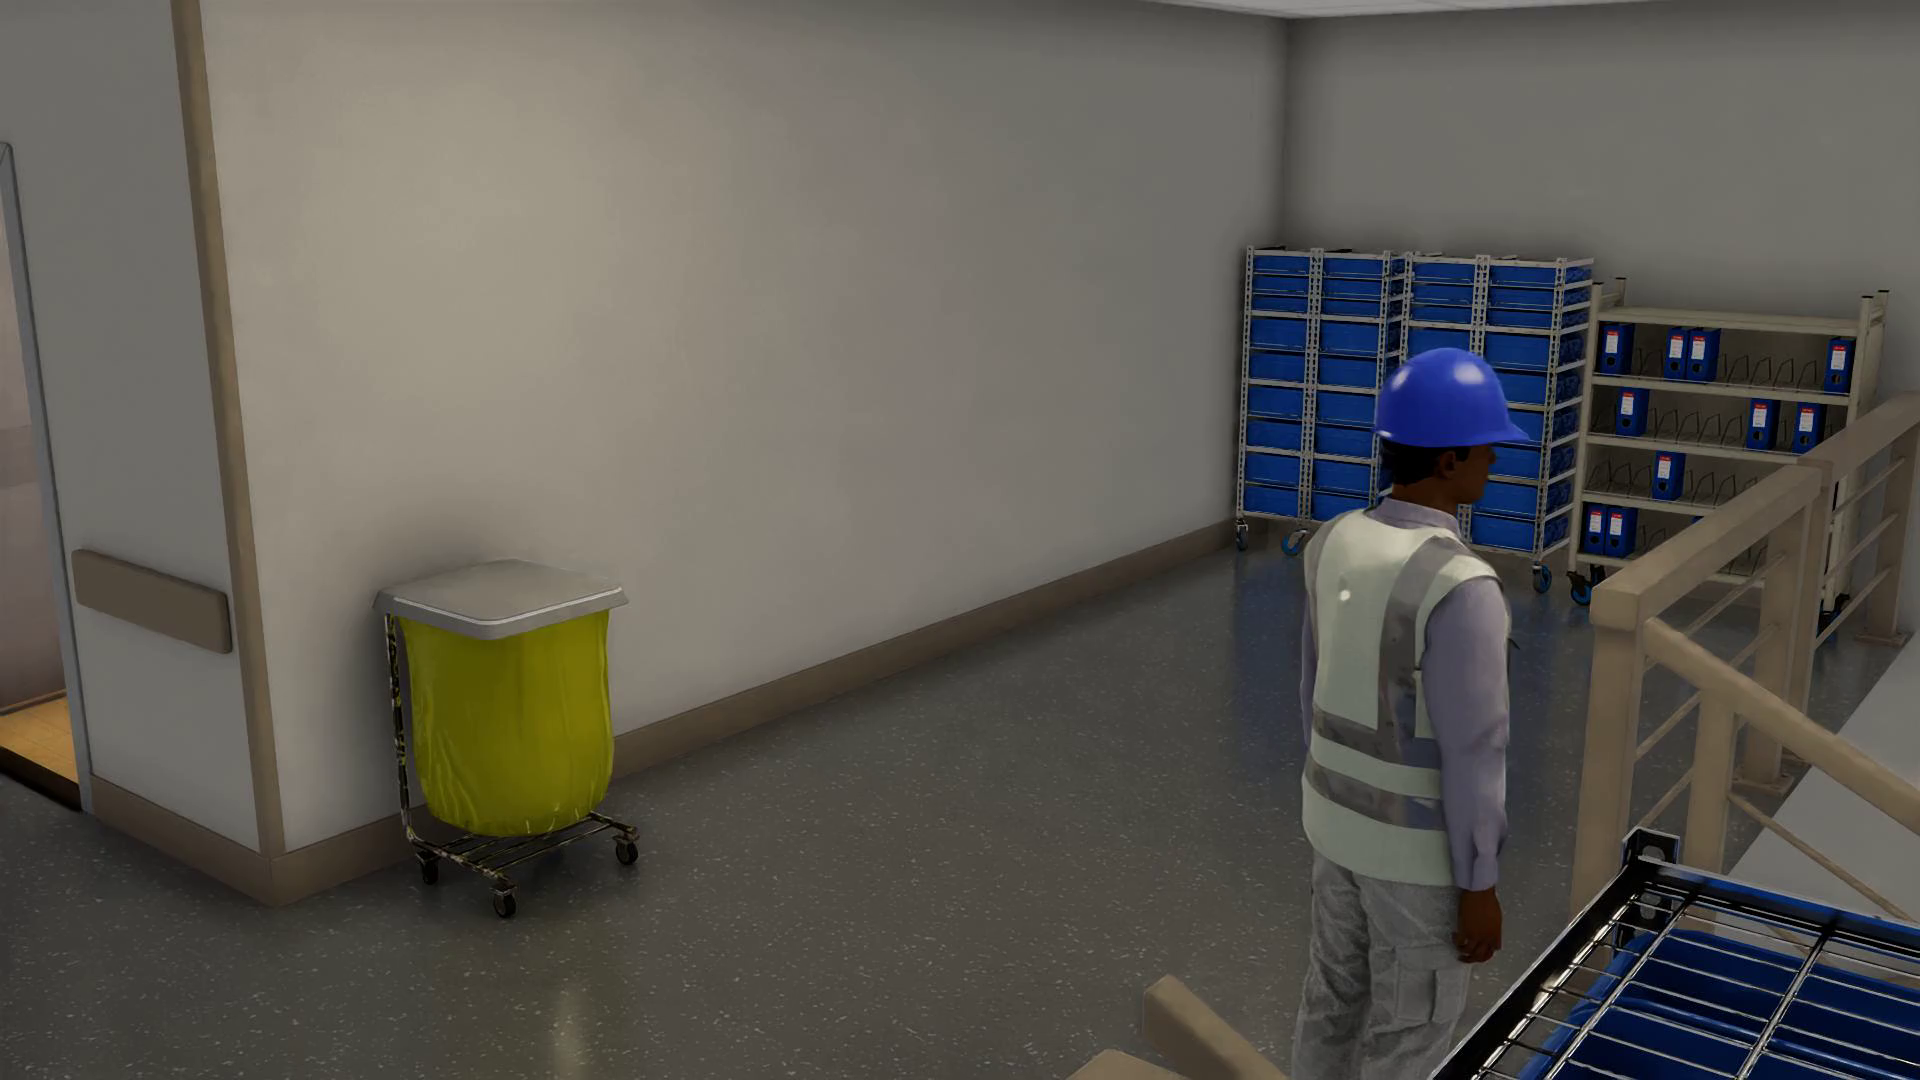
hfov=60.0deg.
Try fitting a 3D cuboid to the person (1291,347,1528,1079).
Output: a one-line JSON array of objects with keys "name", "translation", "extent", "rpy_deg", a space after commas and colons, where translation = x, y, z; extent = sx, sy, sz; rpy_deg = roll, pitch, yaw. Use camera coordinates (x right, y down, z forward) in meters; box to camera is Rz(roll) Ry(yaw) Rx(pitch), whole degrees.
[{"name": "person", "translation": [0.898, 0.586, 3.371], "extent": [0.395, 1.949, 0.602], "rpy_deg": [-4, 14, -16]}]
